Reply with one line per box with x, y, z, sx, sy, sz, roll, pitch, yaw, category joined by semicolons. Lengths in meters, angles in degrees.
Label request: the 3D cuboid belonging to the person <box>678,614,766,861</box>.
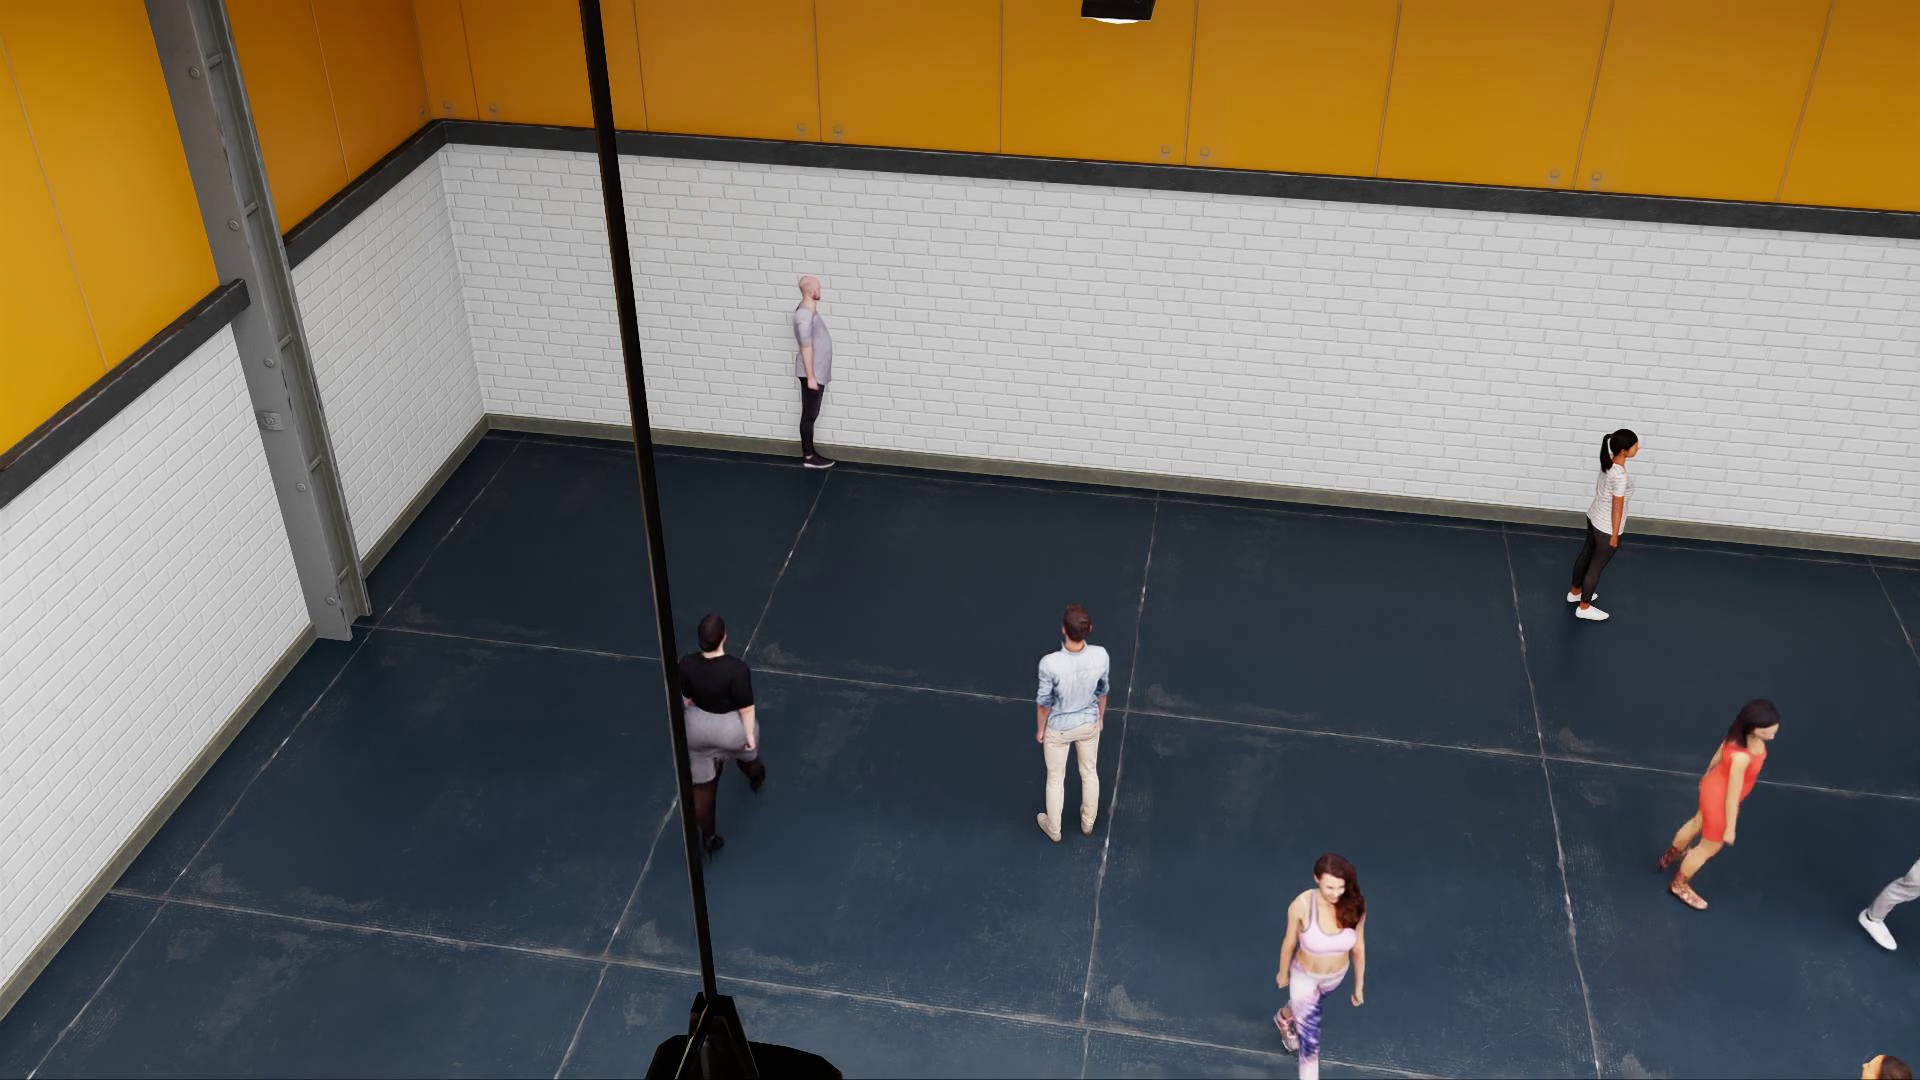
-1.588;1.319;10.785;0.647;1.702;1.081;6;34;9;person

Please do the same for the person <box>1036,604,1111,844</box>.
0.730;1.197;10.836;0.726;1.848;0.705;-8;34;-12;person

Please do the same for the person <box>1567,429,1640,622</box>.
5.049;-0.142;13.032;0.656;1.646;0.512;1;34;1;person

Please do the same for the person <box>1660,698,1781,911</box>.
4.706;1.588;10.384;0.876;1.697;0.588;4;34;6;person

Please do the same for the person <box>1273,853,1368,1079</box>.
1.950;2.365;9.198;0.869;1.716;1.262;-5;34;-8;person

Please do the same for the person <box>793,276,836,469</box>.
-1.329;-1.544;14.970;0.751;1.837;0.571;1;34;1;person
